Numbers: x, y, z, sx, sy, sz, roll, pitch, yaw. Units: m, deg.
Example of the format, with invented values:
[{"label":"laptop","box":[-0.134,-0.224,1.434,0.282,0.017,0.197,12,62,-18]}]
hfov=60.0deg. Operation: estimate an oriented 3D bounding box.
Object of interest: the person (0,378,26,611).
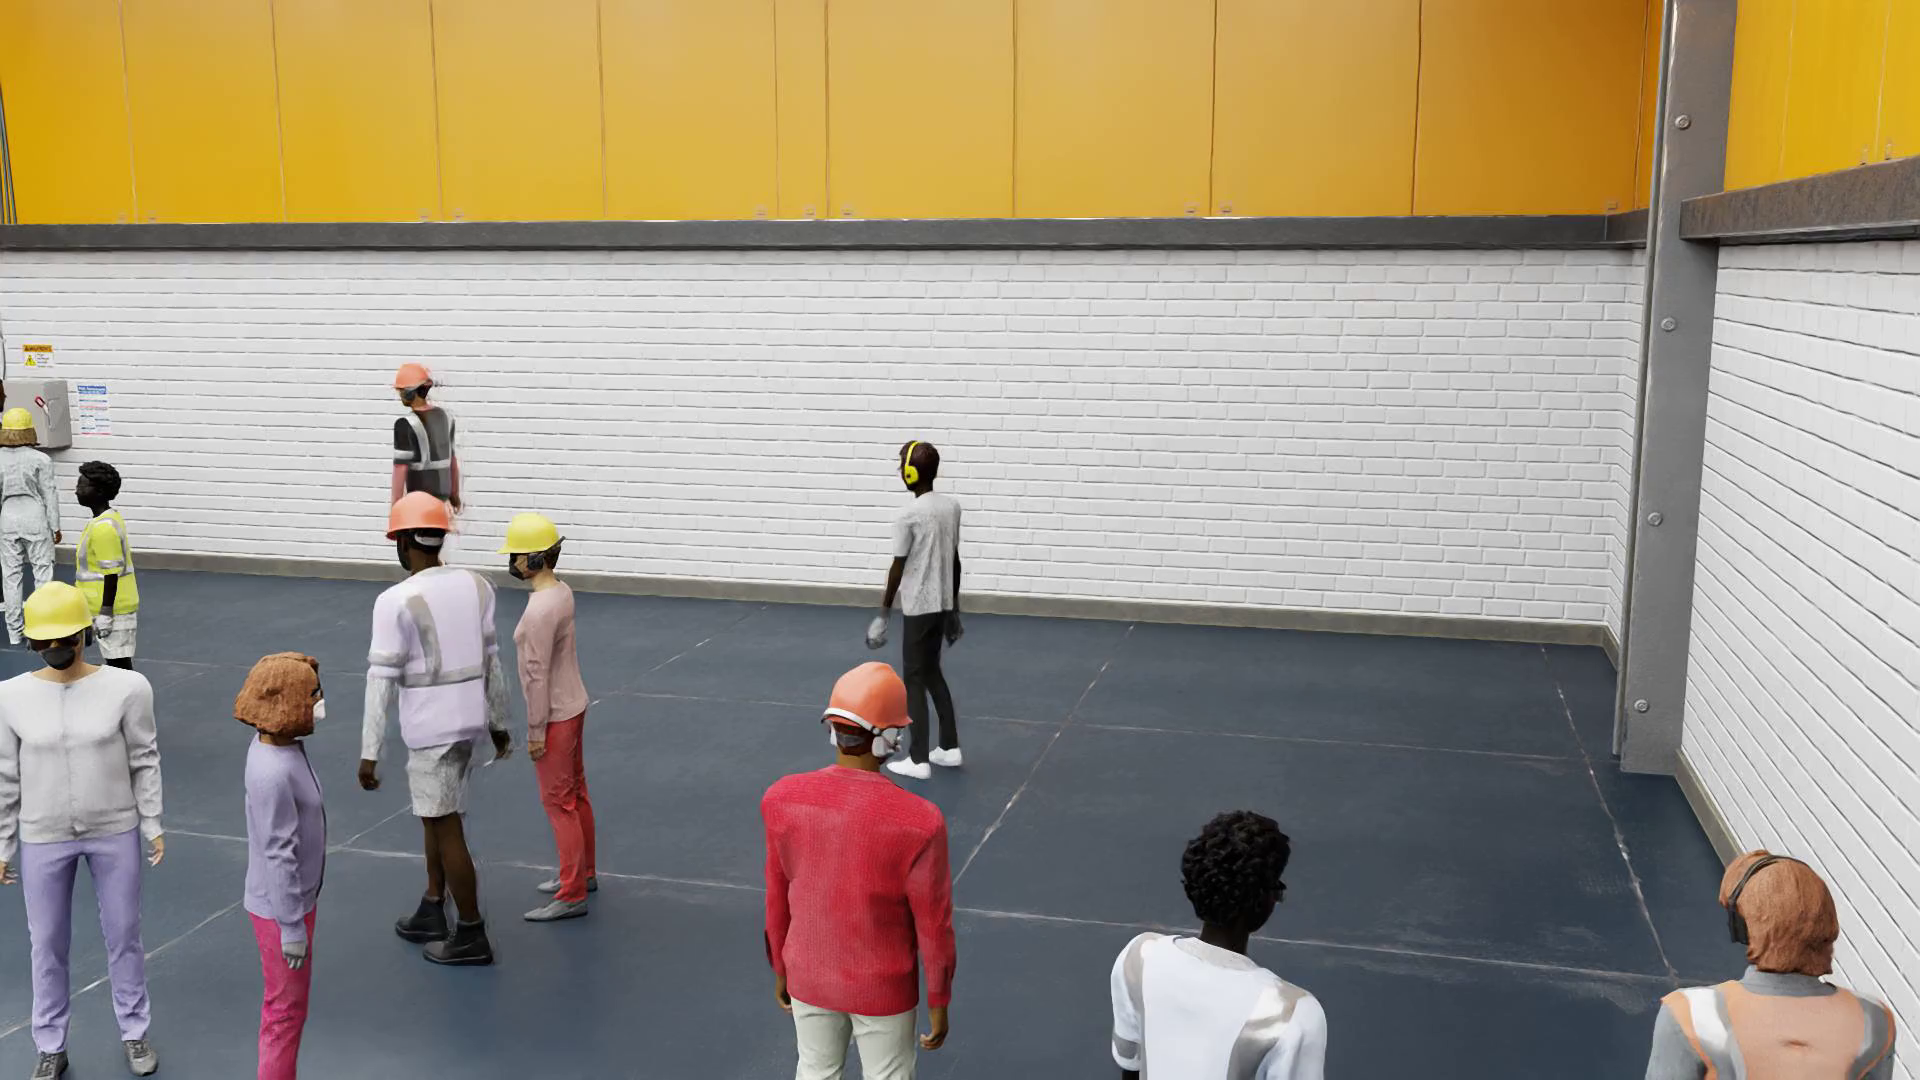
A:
[{"label":"person","box":[-7.799,-0.381,13.382,0.596,1.915,0.374,8,13,40]}]

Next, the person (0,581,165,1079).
[{"label":"person","box":[-2.995,1.005,5.661,0.530,1.767,0.328,-5,11,-26]}]

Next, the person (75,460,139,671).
[{"label":"person","box":[-4.856,0.389,9.488,0.318,1.700,0.535,-5,11,-27]}]

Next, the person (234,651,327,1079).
[{"label":"person","box":[-2.091,1.148,5.206,0.269,1.632,0.504,-3,10,-20]}]

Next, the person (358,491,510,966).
[{"label":"person","box":[-2.148,0.762,6.715,0.690,1.890,0.662,5,11,27]}]

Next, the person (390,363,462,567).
[{"label":"person","box":[-4.199,-0.359,12.931,0.630,2.019,0.644,4,10,20]}]

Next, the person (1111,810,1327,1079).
[{"label":"person","box":[0.545,1.404,3.550,0.319,1.687,0.539,-9,13,-44]}]

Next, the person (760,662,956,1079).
[{"label":"person","box":[-0.270,1.195,4.624,0.574,1.740,0.348,4,10,22]}]

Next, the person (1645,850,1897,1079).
[{"label":"person","box":[1.652,1.448,3.458,0.525,1.631,0.314,-1,10,-4]}]

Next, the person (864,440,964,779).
[{"label":"person","box":[-0.220,0.385,9.044,0.356,1.864,0.562,7,12,35]}]

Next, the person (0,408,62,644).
[{"label":"person","box":[-6.874,-0.103,12.250,0.493,1.743,0.295,-1,10,-7]}]

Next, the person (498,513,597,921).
[{"label":"person","box":[-1.787,0.753,7.182,0.349,1.758,0.522,-1,10,-3]}]
